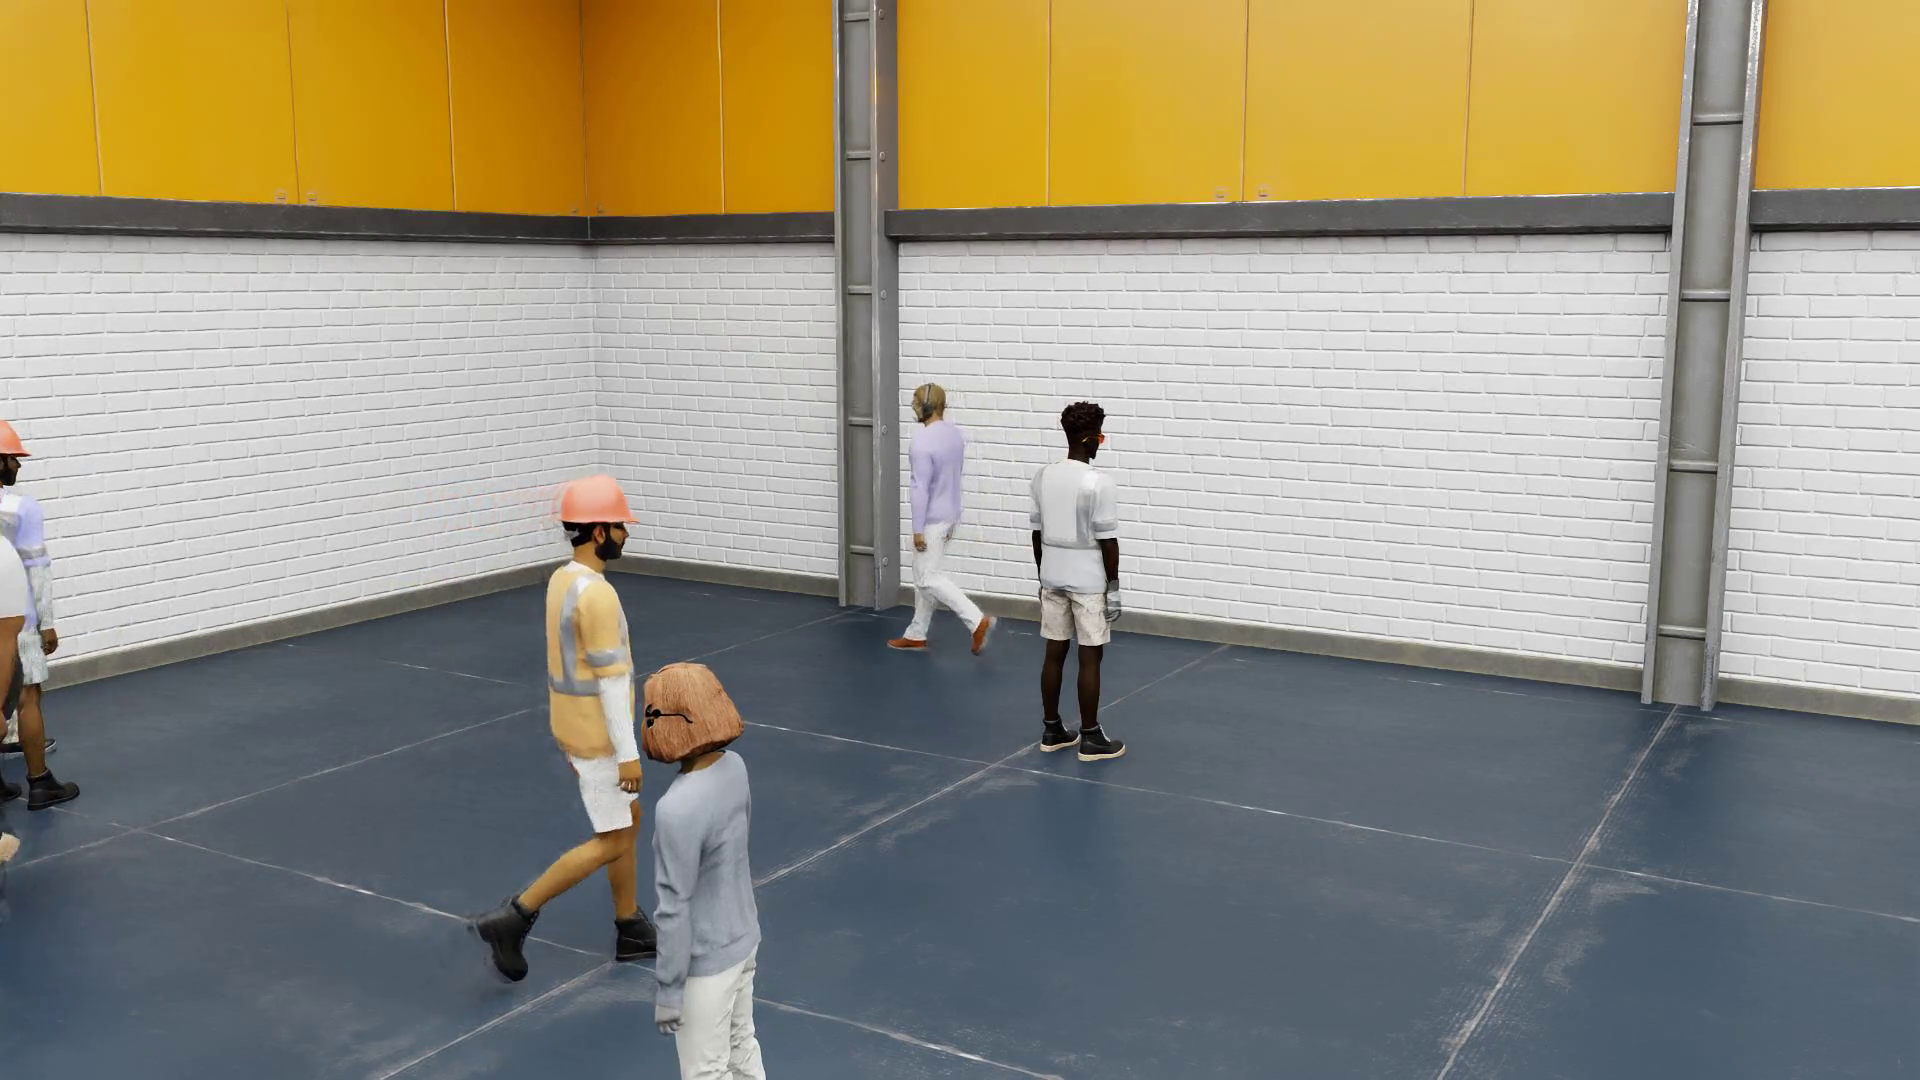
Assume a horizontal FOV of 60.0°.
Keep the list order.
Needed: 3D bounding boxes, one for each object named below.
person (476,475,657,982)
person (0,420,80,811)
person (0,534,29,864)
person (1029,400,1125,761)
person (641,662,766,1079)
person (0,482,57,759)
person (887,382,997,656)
[{"bbox_3d":[-1.408,0.711,6.185,0.754,1.914,0.560,-4,10,-22],"label":"person"},{"bbox_3d":[-4.714,0.377,8.202,0.546,1.934,0.376,1,9,5],"label":"person"},{"bbox_3d":[-4.017,0.585,6.572,0.705,2.000,0.563,4,10,22],"label":"person"},{"bbox_3d":[0.645,0.219,9.083,0.363,1.965,0.608,-9,13,-44],"label":"person"},{"bbox_3d":[-0.689,1.129,4.475,0.288,1.626,0.497,2,9,11],"label":"person"},{"bbox_3d":[-5.280,0.279,9.136,0.599,1.827,0.403,6,11,35],"label":"person"},{"bbox_3d":[-0.135,-0.129,11.427,0.786,1.924,0.641,4,10,23],"label":"person"}]
